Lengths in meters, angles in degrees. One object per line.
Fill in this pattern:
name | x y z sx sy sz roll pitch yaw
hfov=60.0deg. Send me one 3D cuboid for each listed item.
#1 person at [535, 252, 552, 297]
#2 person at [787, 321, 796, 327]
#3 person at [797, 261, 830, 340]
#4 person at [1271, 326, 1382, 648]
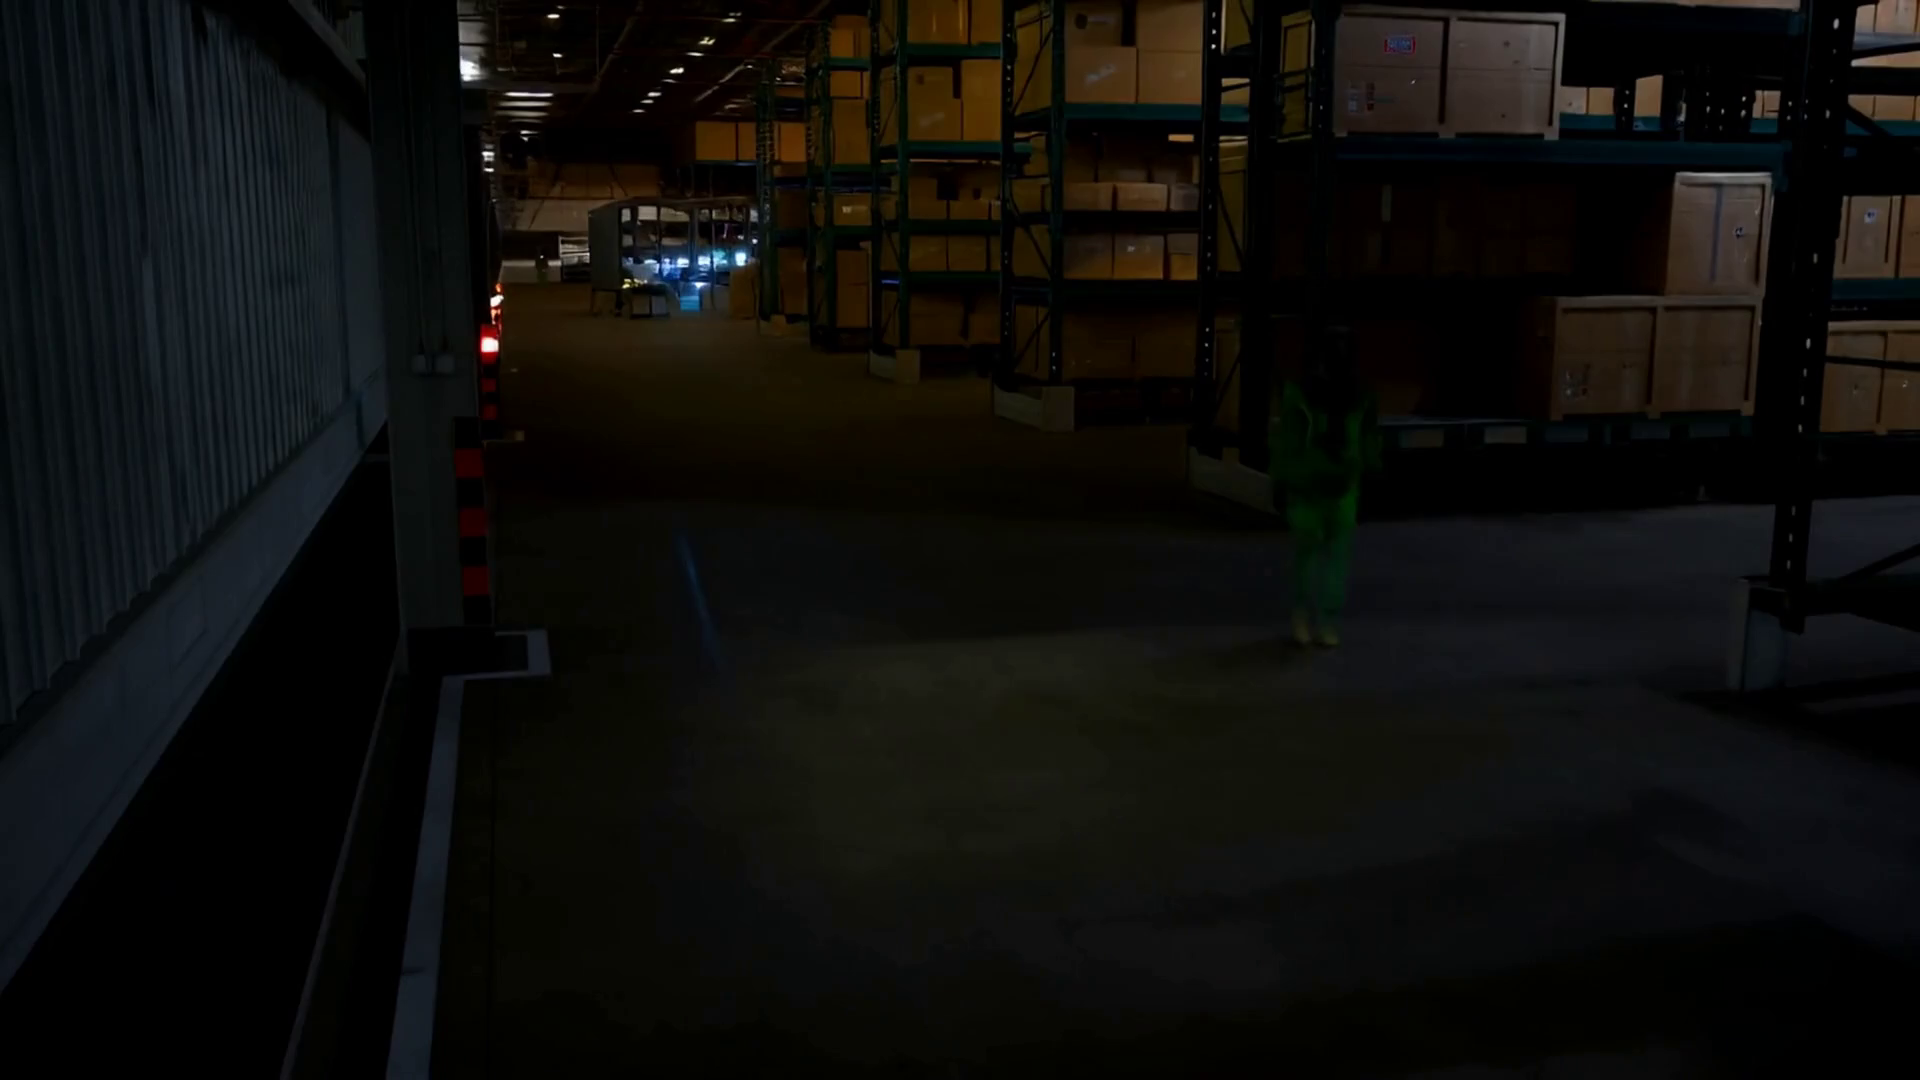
person | -16.874 -10.746 67.378 0.604 1.815 0.812 -5 11 -27
person | -4.441 -6.279 41.807 0.660 1.869 0.906 6 12 30
person | -3.101 -5.200 36.131 0.857 1.703 0.492 3 11 19
person | 1.845 -0.256 8.351 0.544 1.622 0.394 -1 10 -6
